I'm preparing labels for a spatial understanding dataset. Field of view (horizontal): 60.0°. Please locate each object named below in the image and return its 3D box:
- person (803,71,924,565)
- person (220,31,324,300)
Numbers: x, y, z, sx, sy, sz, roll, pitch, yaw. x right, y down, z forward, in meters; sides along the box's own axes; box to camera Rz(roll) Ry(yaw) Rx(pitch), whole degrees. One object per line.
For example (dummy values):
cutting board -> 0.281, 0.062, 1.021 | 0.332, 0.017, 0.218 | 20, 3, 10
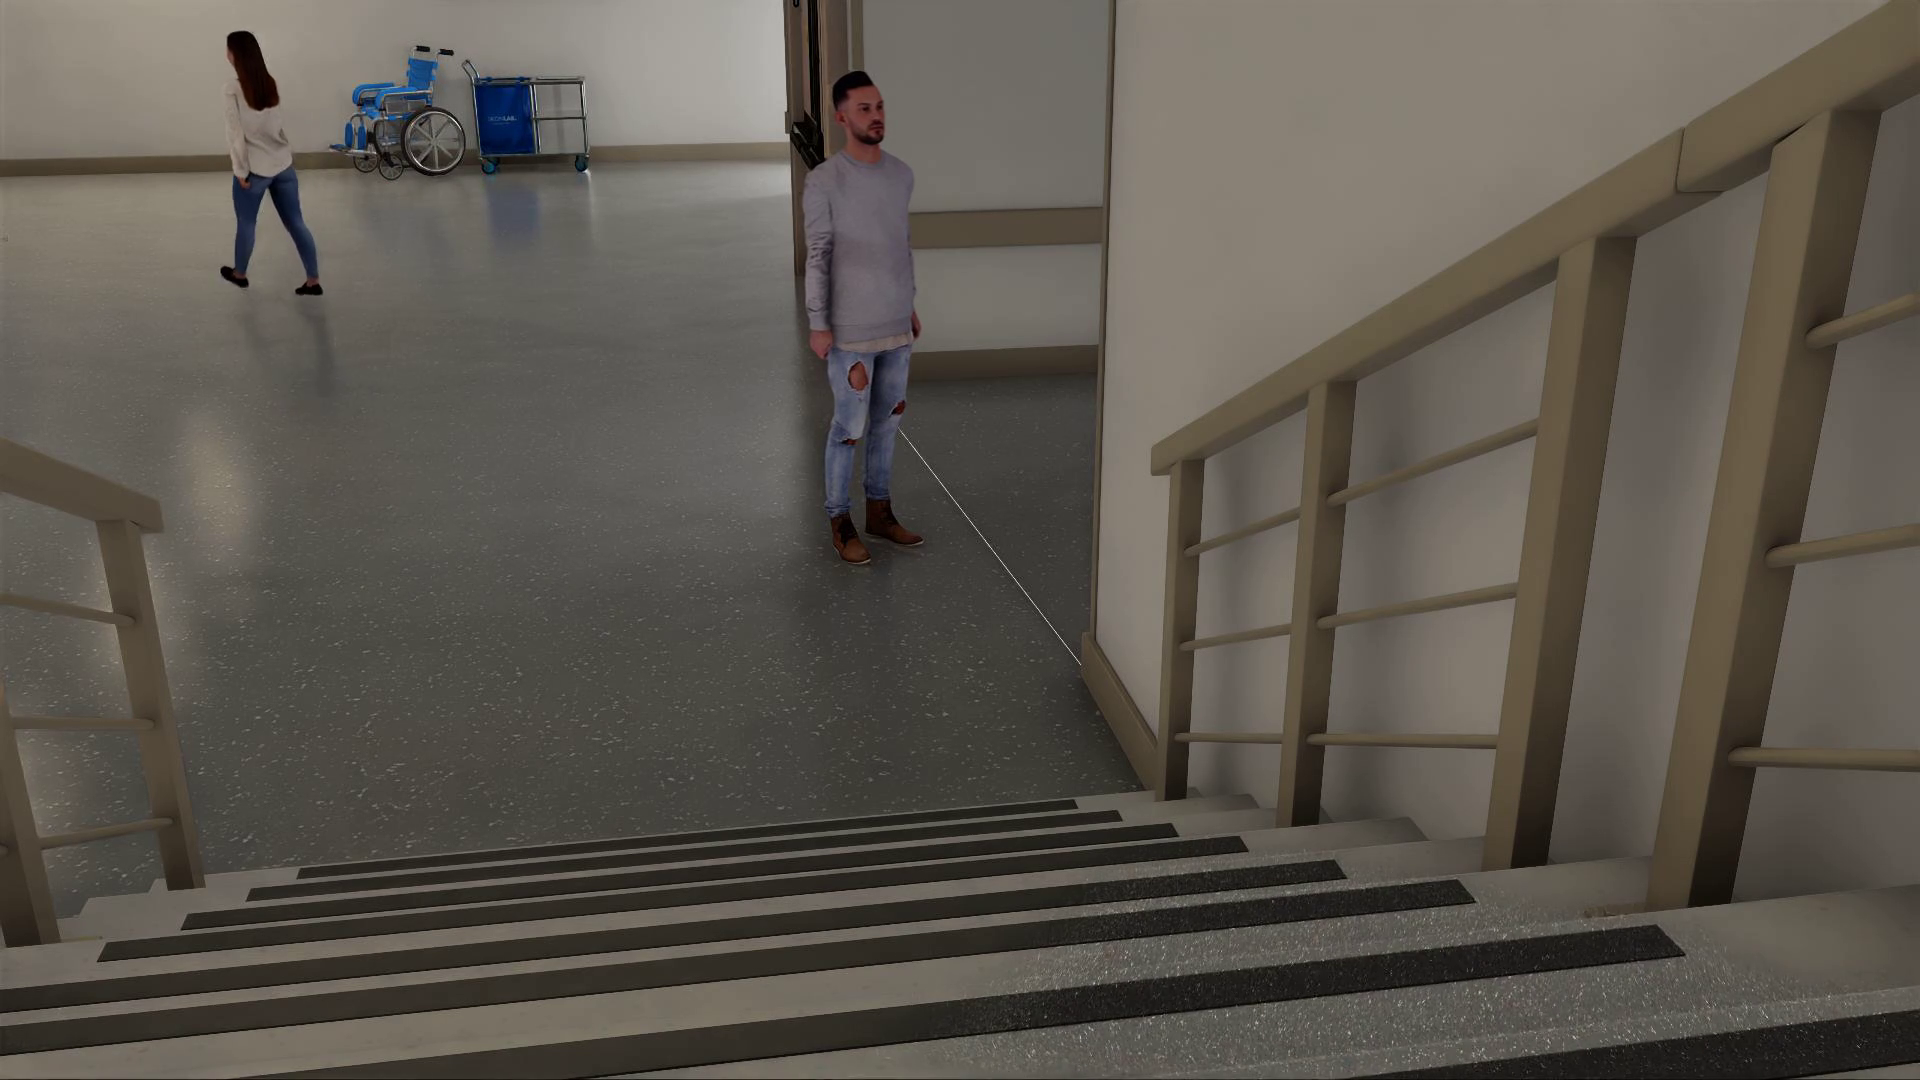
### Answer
person -> -0.358, -0.844, 6.339 | 0.765, 1.839, 0.770 | -19, 28, -41
person -> -4.299, -2.291, 10.448 | 1.170, 1.635, 1.111 | 14, 25, 32
